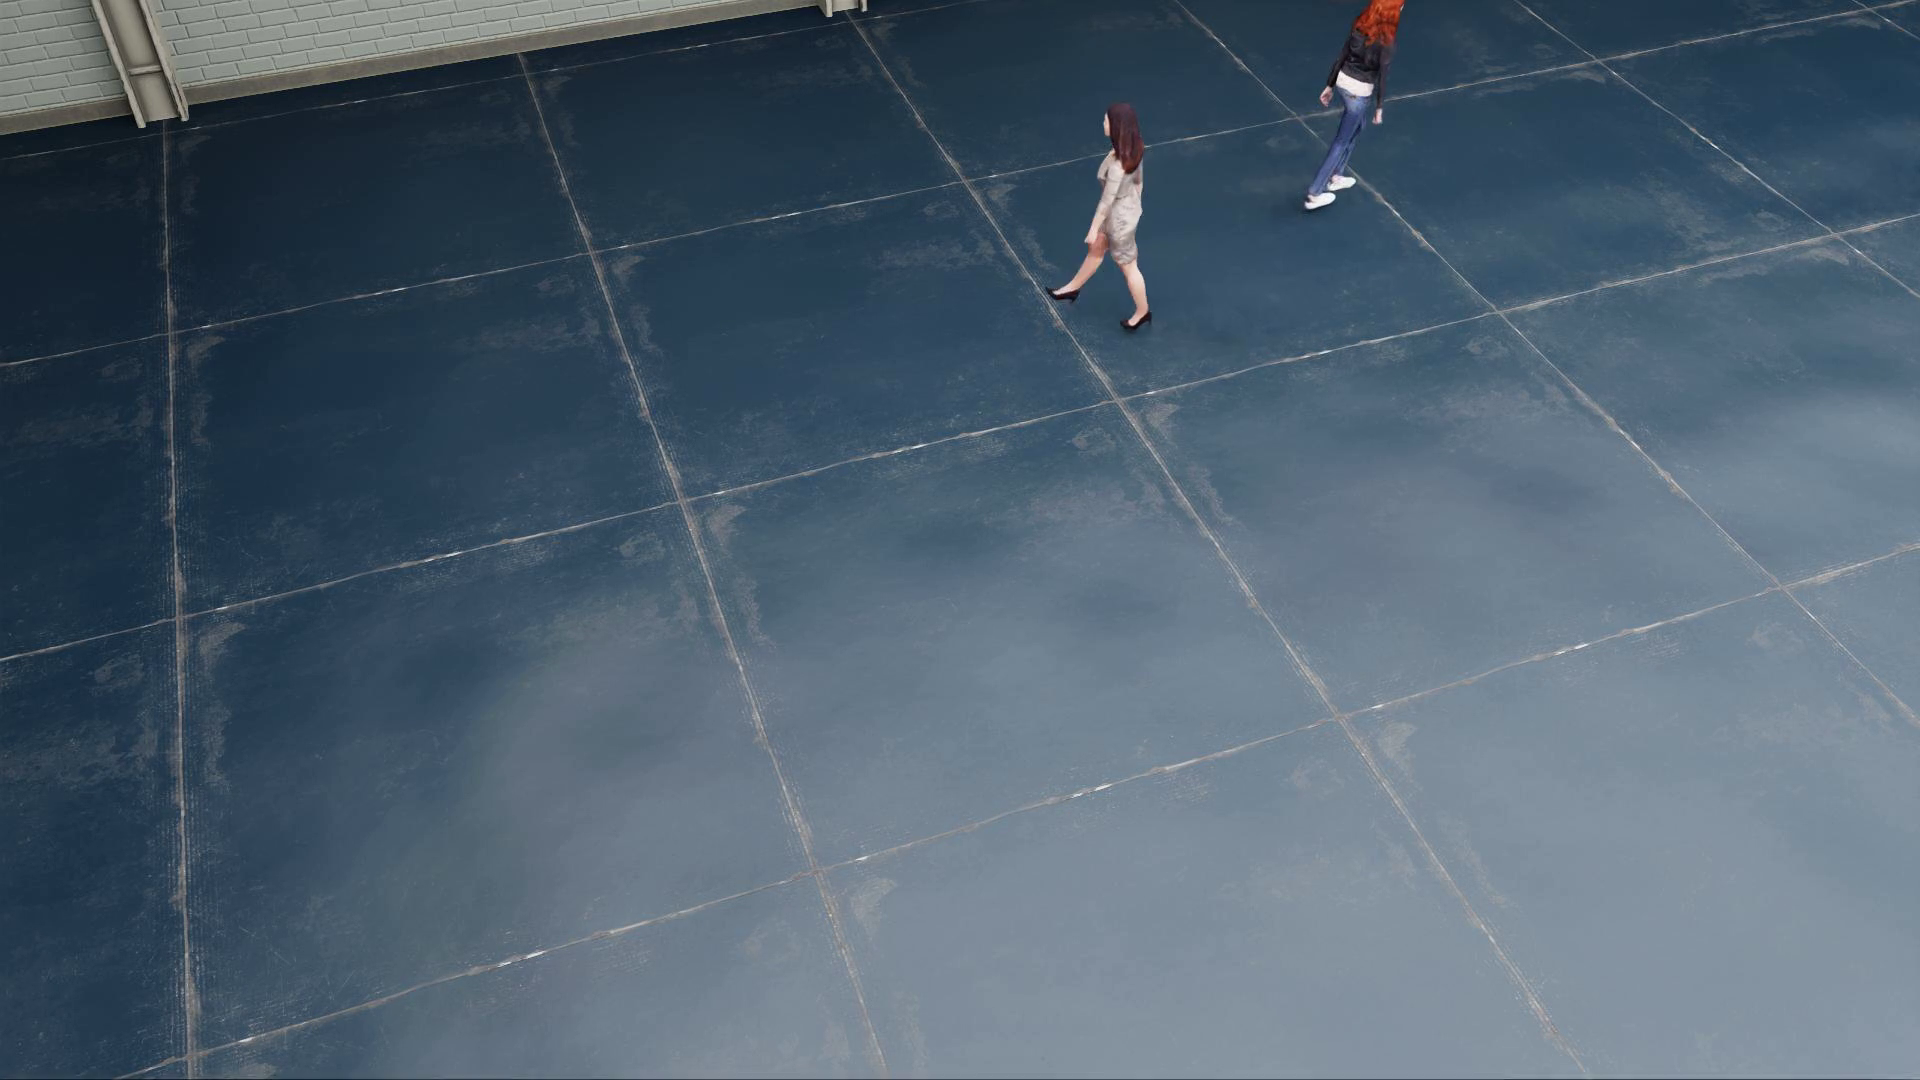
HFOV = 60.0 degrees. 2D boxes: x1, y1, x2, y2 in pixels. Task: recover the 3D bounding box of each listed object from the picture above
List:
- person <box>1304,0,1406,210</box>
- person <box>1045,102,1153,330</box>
[{"bbox_3d":[2.881,-3.262,12.430,0.789,1.744,0.647,-22,47,-22],"label":"person"},{"bbox_3d":[1.162,-2.123,11.239,1.128,1.705,1.019,13,45,14],"label":"person"}]
